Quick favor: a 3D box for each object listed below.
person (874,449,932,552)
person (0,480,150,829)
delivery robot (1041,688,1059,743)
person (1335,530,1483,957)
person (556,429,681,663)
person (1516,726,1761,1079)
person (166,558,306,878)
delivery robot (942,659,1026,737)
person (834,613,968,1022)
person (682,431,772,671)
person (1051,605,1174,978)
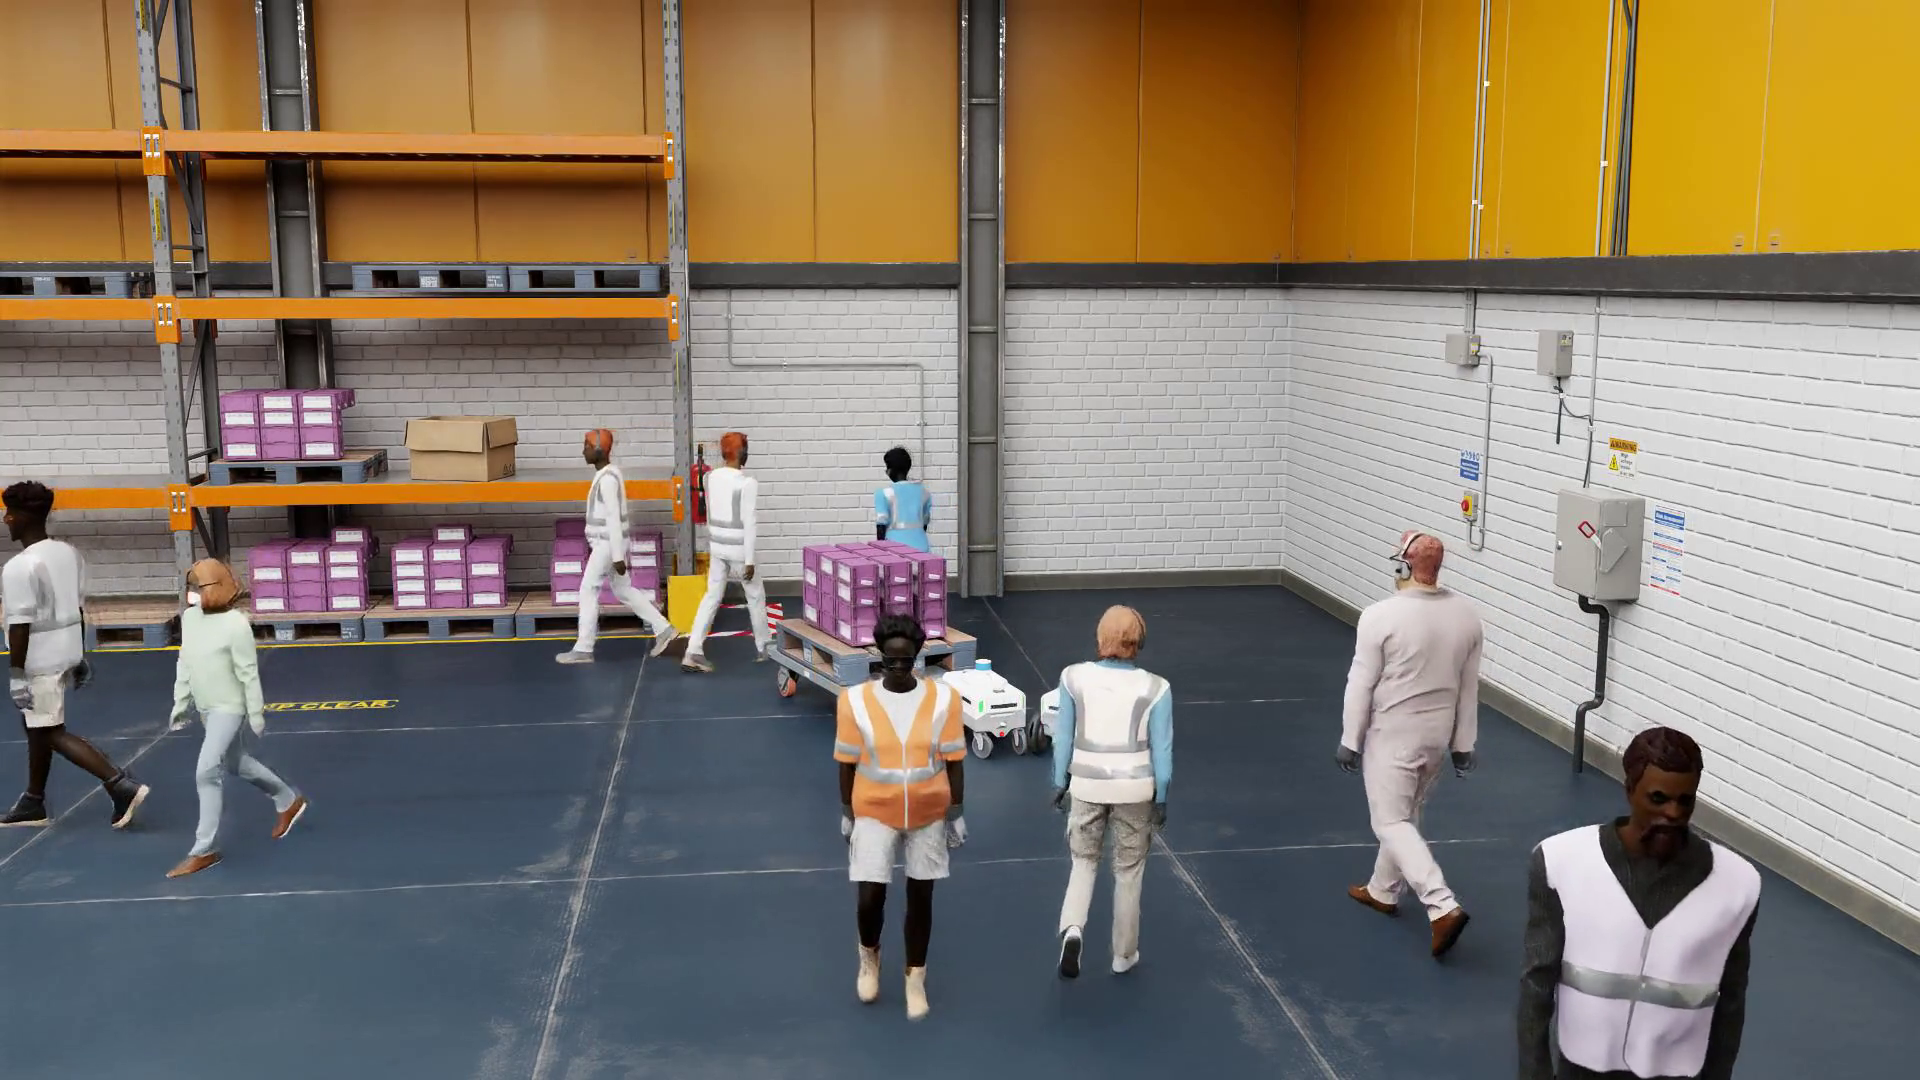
[{"bbox_3d":[-0.481,0.105,13.166,0.551,1.644,0.879,-5,11,-30],"label":"person"},{"bbox_3d":[-4.870,0.636,8.983,0.876,1.940,0.609,0,9,-1],"label":"person"},{"bbox_3d":[0.804,1.026,10.551,0.477,0.478,0.707,5,11,30],"label":"delivery robot"},{"bbox_3d":[2.066,0.894,7.555,0.644,1.881,0.874,-5,10,-27],"label":"person"},{"bbox_3d":[-2.670,0.045,12.966,0.915,1.851,0.574,-1,9,-6],"label":"person"},{"bbox_3d":[1.794,1.387,4.482,0.592,1.881,0.959,2,9,14],"label":"person"},{"bbox_3d":[-3.771,0.863,8.619,0.487,1.602,0.816,7,11,35],"label":"person"},{"bbox_3d":[0.149,1.009,10.654,0.477,0.478,0.707,-3,10,-21],"label":"delivery robot"},{"bbox_3d":[-0.233,1.121,6.738,0.538,1.688,0.363,-1,9,-9],"label":"person"},{"bbox_3d":[-1.763,0.085,12.744,0.582,1.849,0.972,6,11,34],"label":"person"},{"bbox_3d":[0.621,1.097,7.053,0.538,1.621,0.526,3,10,18],"label":"person"}]
